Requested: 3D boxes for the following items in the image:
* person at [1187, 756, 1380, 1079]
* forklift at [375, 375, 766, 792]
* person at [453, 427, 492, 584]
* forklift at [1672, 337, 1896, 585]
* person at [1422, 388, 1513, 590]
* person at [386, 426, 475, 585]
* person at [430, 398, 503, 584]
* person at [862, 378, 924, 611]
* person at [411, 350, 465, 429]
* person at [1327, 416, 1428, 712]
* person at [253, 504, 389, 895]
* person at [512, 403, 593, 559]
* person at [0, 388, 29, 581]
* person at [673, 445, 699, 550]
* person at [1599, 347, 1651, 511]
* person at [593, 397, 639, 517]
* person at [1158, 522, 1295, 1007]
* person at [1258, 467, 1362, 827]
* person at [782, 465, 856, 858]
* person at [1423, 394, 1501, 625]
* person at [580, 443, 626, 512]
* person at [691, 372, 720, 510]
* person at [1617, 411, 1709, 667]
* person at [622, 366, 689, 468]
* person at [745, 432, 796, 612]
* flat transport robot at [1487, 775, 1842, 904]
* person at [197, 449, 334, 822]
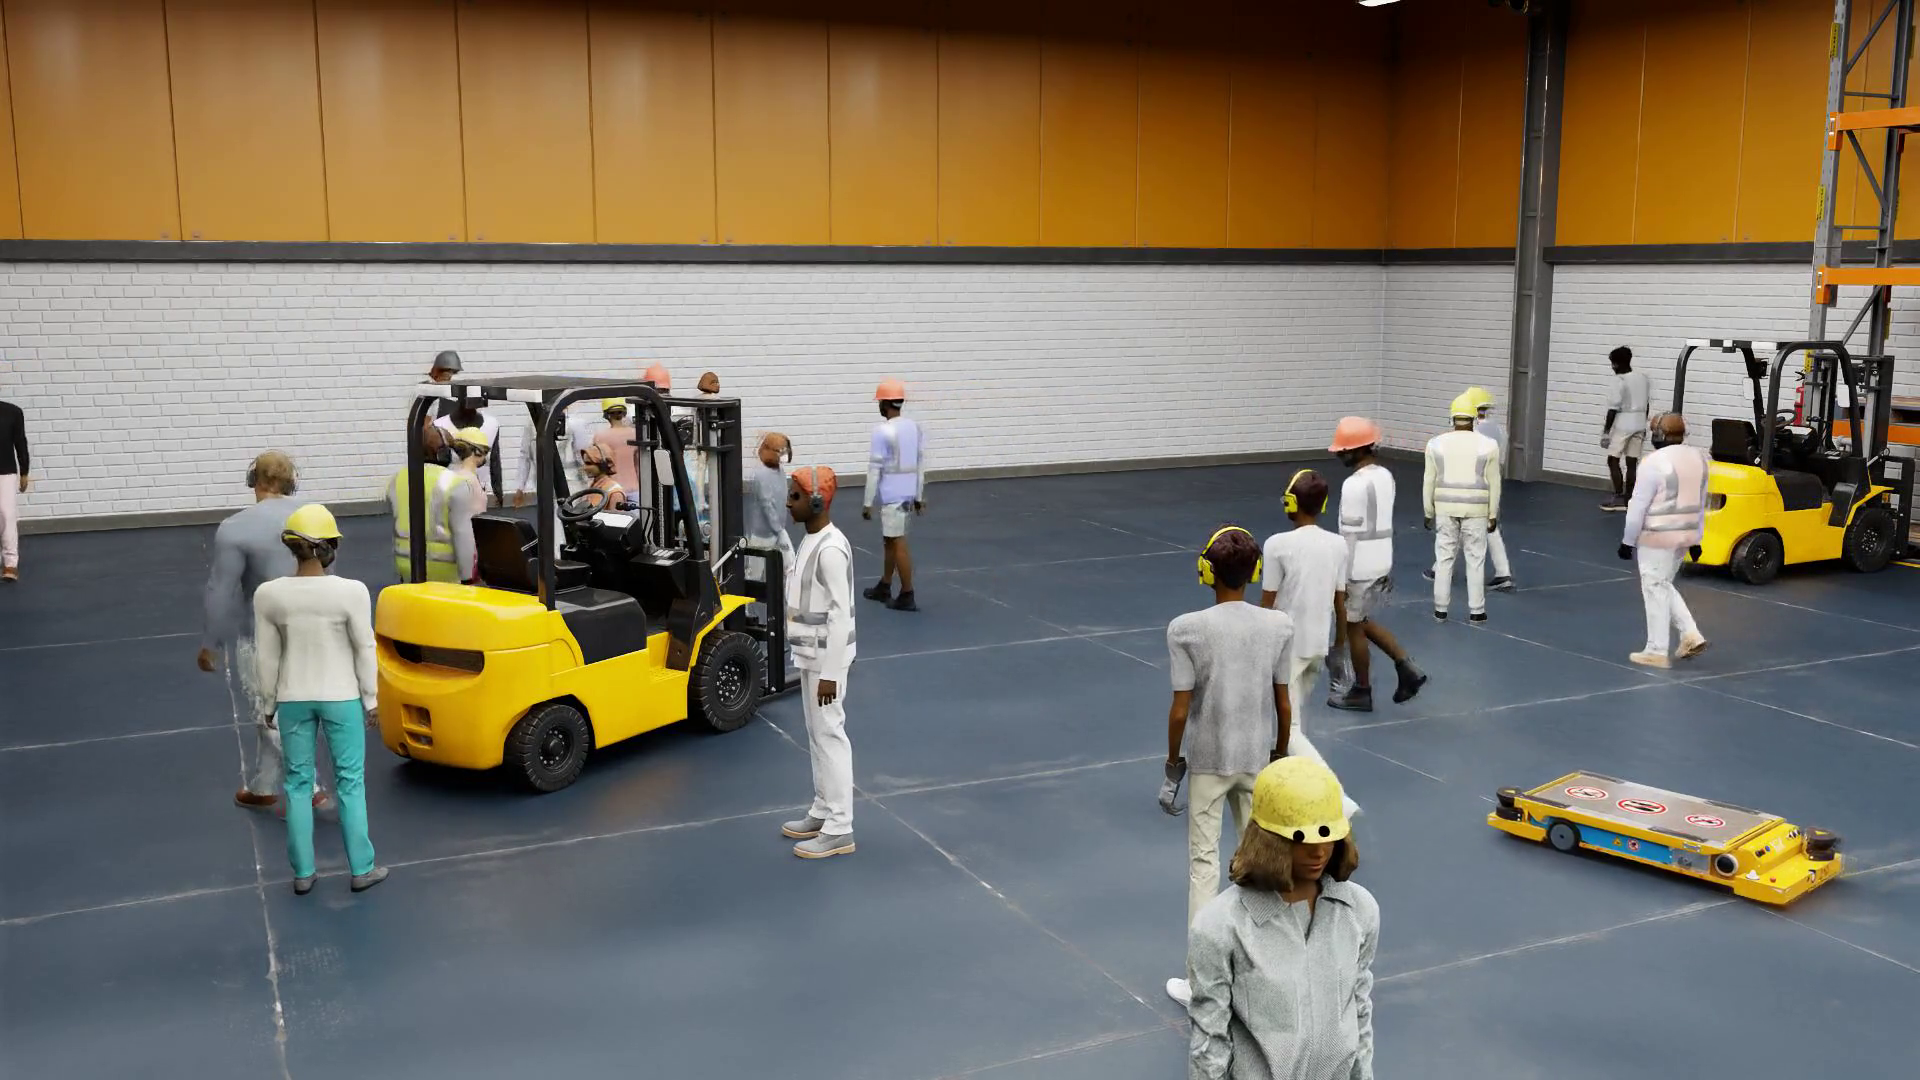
[{"bbox_3d":[0.739,1.330,3.754,0.489,1.744,0.295,-4,10,-23],"label":"person"},{"bbox_3d":[-2.268,0.149,9.685,1.214,2.155,2.313,6,11,32],"label":"forklift"},{"bbox_3d":[-3.513,0.071,11.641,0.809,1.716,0.543,-2,9,-13],"label":"person"},{"bbox_3d":[7.551,-0.789,15.507,2.313,2.155,1.214,-4,10,-25],"label":"forklift"},{"bbox_3d":[4.561,-0.455,14.710,0.610,1.786,0.941,-5,11,-30],"label":"person"},{"bbox_3d":[-3.329,0.194,10.554,0.658,1.824,0.433,4,10,23],"label":"person"},{"bbox_3d":[-4.244,-0.418,14.218,0.682,1.854,0.909,-4,10,-24],"label":"person"},{"bbox_3d":[-0.642,-0.378,13.810,0.780,1.913,0.571,7,11,35],"label":"person"},{"bbox_3d":[-5.265,-0.948,16.967,0.640,2.000,0.694,4,10,25],"label":"person"},{"bbox_3d":[2.580,0.174,10.438,0.568,1.905,0.548,7,11,36],"label":"person"},{"bbox_3d":[-2.876,0.719,7.483,0.525,1.765,0.329,0,9,-2],"label":"person"},{"bbox_3d":[-3.491,-0.420,14.103,0.624,1.899,0.961,4,10,26],"label":"person"},{"bbox_3d":[-8.732,-0.580,14.939,0.630,1.953,0.948,-4,10,-23],"label":"person"},{"bbox_3d":[-2.017,-0.021,12.351,0.706,1.669,0.536,-4,10,-22],"label":"person"},{"bbox_3d":[7.804,-1.288,19.434,0.691,1.932,0.414,-4,10,-24],"label":"person"},{"bbox_3d":[-2.970,-0.404,14.447,0.327,1.765,0.528,8,12,40],"label":"person"},{"bbox_3d":[0.999,0.860,6.265,0.513,1.876,0.328,-2,9,-12],"label":"person"},{"bbox_3d":[1.712,0.564,8.223,0.520,1.841,0.854,-6,11,-31],"label":"person"},{"bbox_3d":[-0.675,0.576,7.994,0.341,1.883,0.587,-2,9,-15],"label":"person"},{"bbox_3d":[3.986,-0.242,13.219,0.588,1.836,0.404,4,10,24],"label":"person"},{"bbox_3d":[-2.437,0.150,11.421,0.310,1.633,0.518,-7,11,-35],"label":"person"},{"bbox_3d":[-2.934,-1.149,19.469,0.503,1.632,0.274,7,11,37],"label":"person"},{"bbox_3d":[4.963,0.005,11.747,0.626,1.823,0.443,-6,11,-33],"label":"person"},{"bbox_3d":[-2.740,-0.576,14.875,0.613,1.975,1.109,-6,11,-32],"label":"person"},{"bbox_3d":[-1.389,-0.034,12.738,0.862,1.580,0.492,3,10,20],"label":"person"},{"bbox_3d":[3.347,1.384,7.969,0.652,0.197,1.431,-8,12,-42],"label":"flat transport robot"},{"bbox_3d":[-3.511,0.484,8.535,0.589,1.894,0.678,4,10,24],"label":"person"}]
